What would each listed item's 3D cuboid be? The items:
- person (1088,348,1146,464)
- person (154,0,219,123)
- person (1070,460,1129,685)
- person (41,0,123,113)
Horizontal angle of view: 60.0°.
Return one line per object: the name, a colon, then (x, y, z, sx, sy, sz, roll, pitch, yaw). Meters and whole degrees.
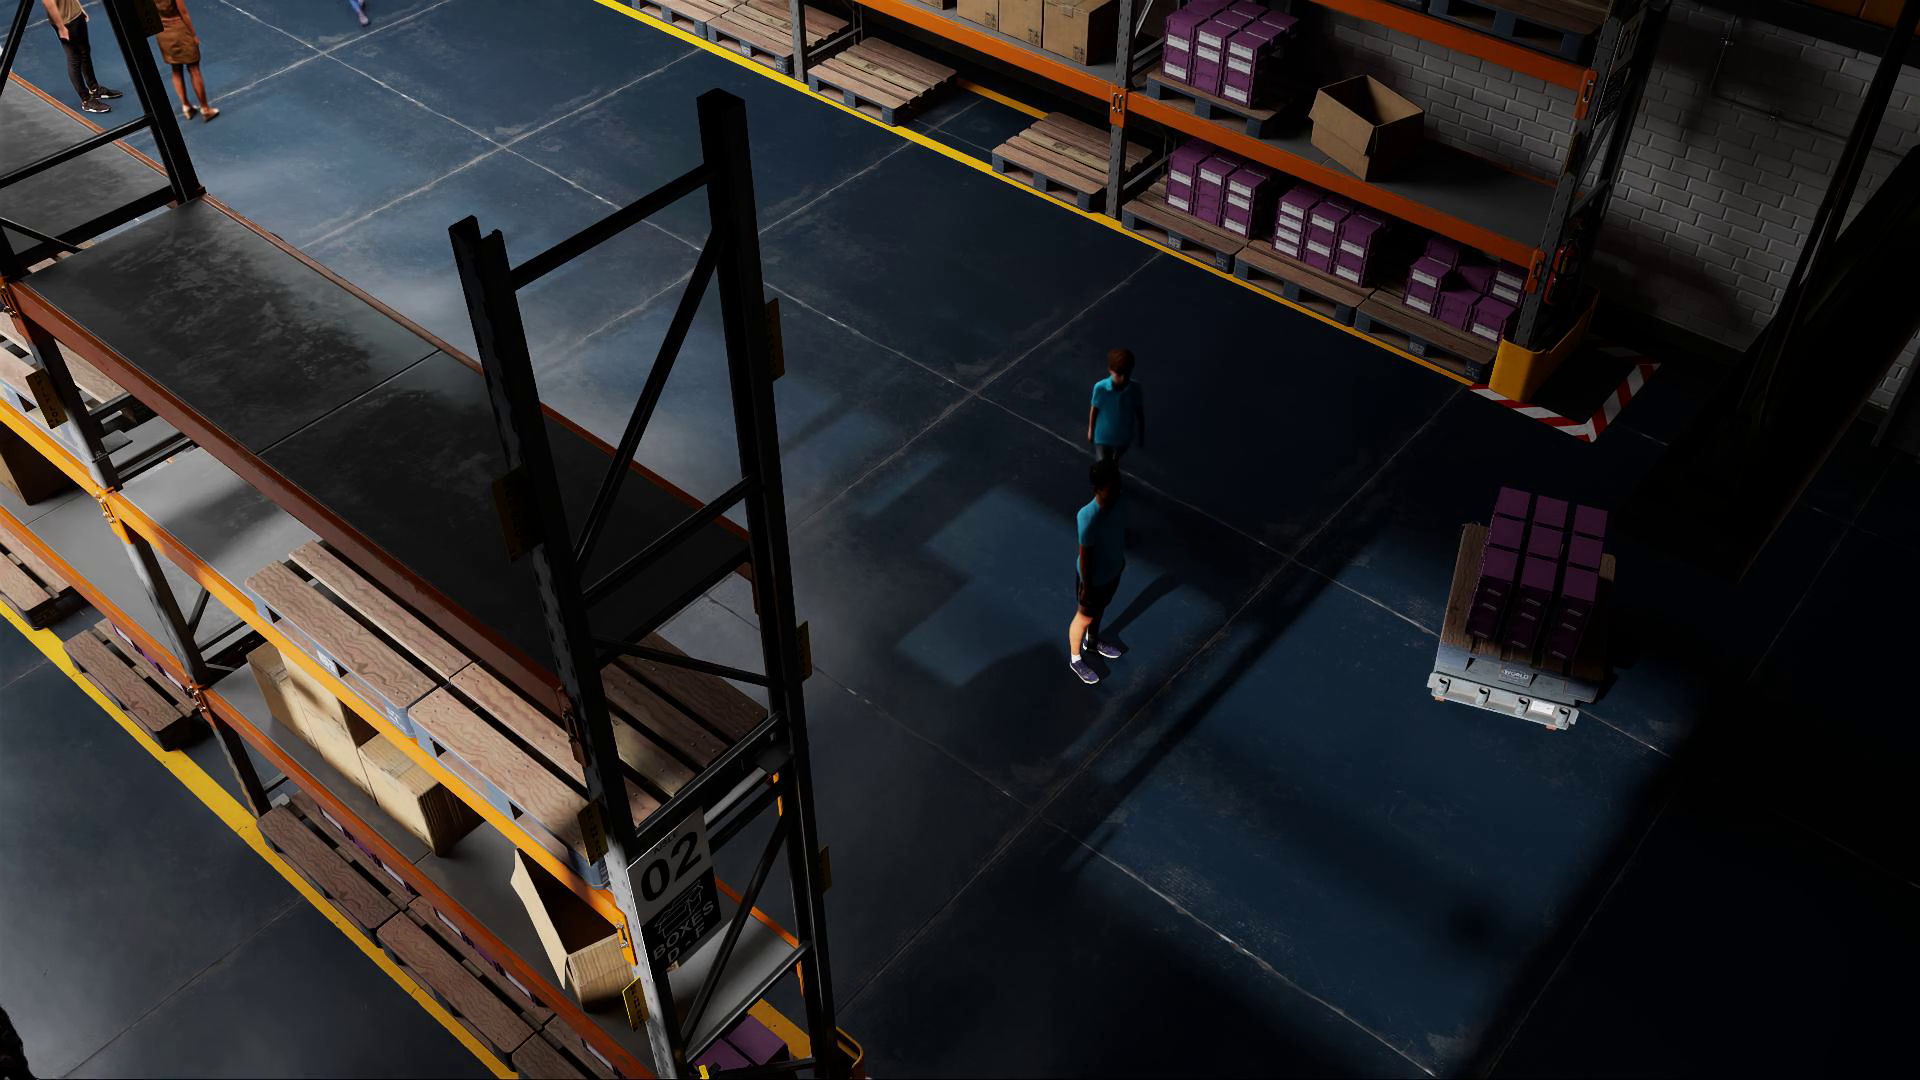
person: (1.112, -0.829, 12.111, 0.913, 1.412, 1.014, -7, 44, -7)
person: (-7.633, -4.890, 16.177, 0.607, 1.684, 0.706, 7, 44, 7)
person: (0.894, 0.179, 10.789, 0.526, 1.775, 0.631, 26, 49, 25)
person: (-8.769, -5.134, 16.311, 0.782, 1.852, 0.747, 1, 44, 1)
